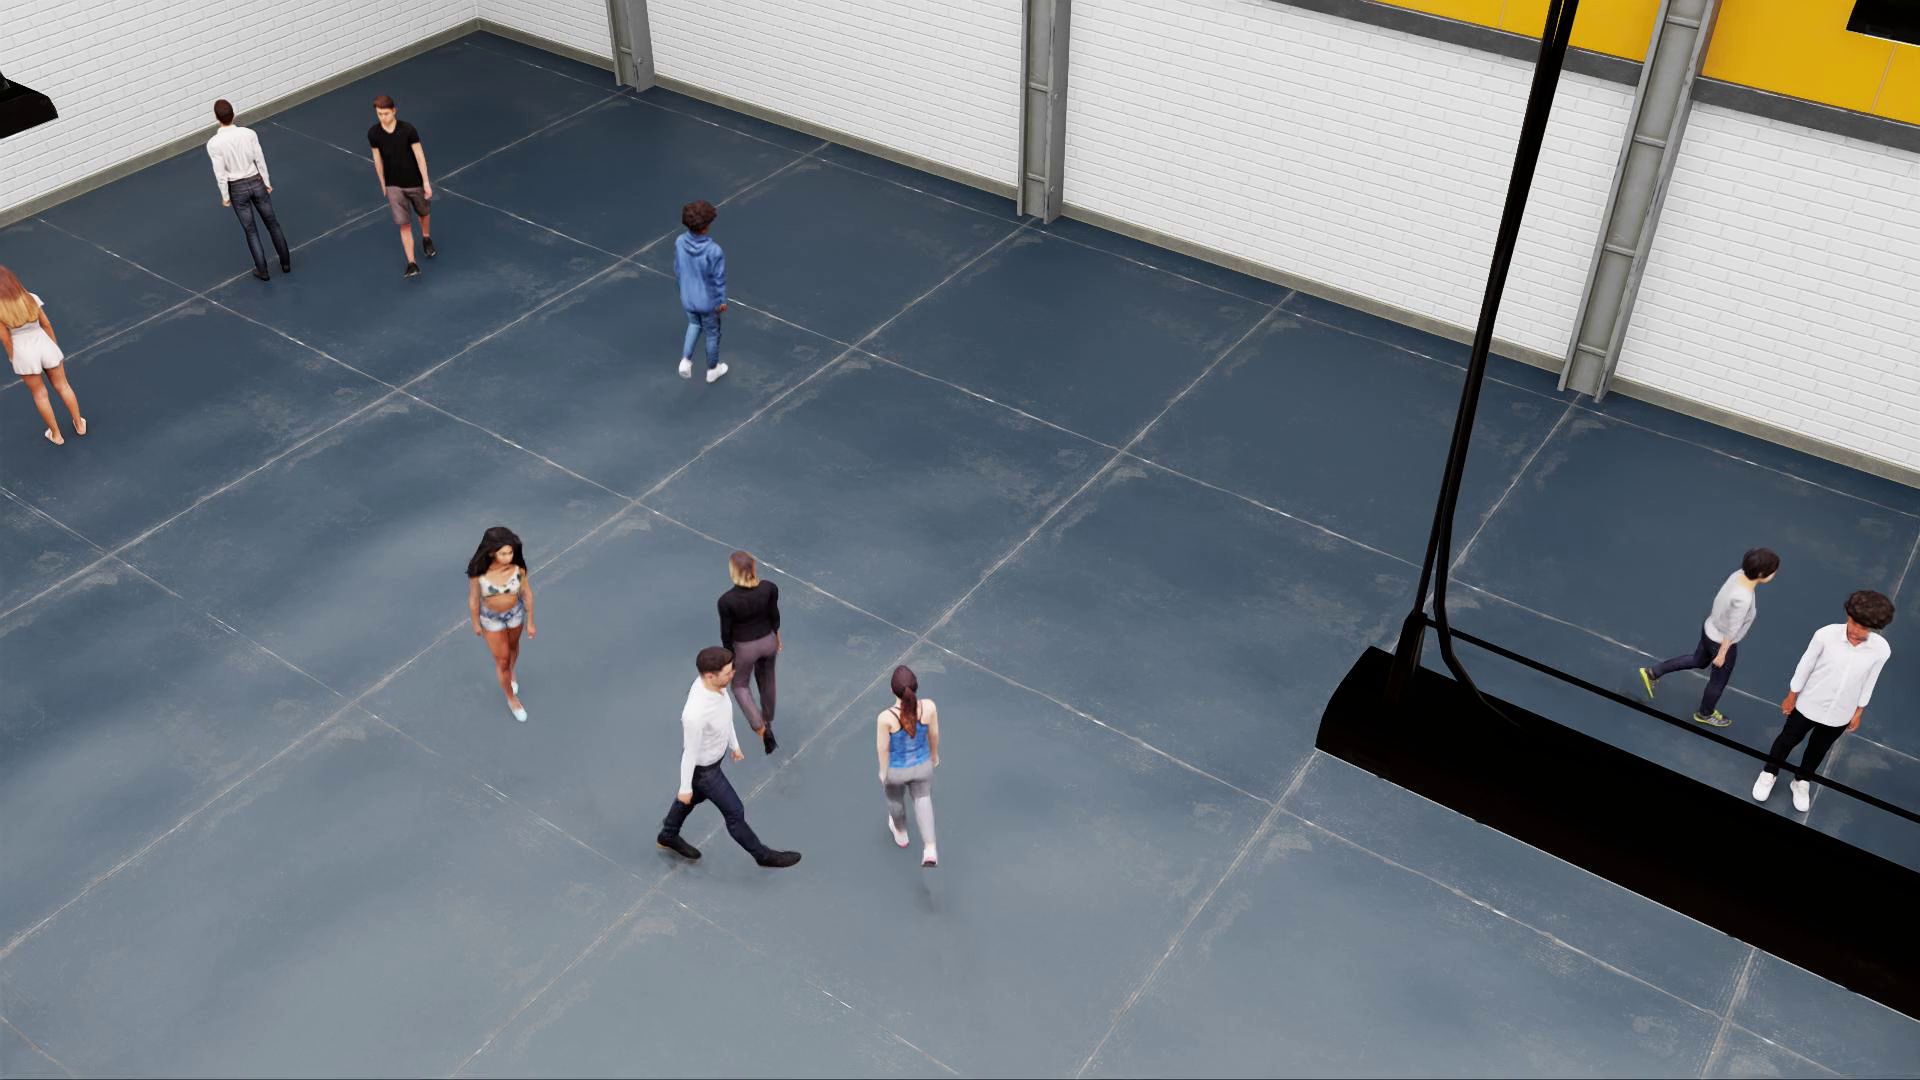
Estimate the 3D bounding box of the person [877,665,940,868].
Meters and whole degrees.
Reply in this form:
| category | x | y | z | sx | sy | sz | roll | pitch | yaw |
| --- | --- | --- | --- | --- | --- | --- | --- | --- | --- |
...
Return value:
| category | x | y | z | sx | sy | sz | roll | pitch | yaw |
| --- | --- | --- | --- | --- | --- | --- | --- | --- | --- |
| person | -0.320 | 1.475 | 10.538 | 0.854 | 1.593 | 0.976 | -13 | 40 | -16 |

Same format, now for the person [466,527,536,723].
| category | x | y | z | sx | sy | sz | roll | pitch | yaw |
| --- | --- | --- | --- | --- | --- | --- | --- | --- | --- |
| person | -3.247 | 0.535 | 11.726 | 0.777 | 1.580 | 0.882 | -11 | 40 | -14 |

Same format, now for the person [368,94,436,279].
| category | x | y | z | sx | sy | sz | roll | pitch | yaw |
| --- | --- | --- | --- | --- | --- | --- | --- | --- | --- |
| person | -5.557 | -3.634 | 16.760 | 1.181 | 1.812 | 1.241 | -6 | 39 | -8 |

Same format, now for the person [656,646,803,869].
| category | x | y | z | sx | sy | sz | roll | pitch | yaw |
| --- | --- | --- | --- | --- | --- | --- | --- | --- | --- |
| person | -1.683 | 1.383 | 10.472 | 1.325 | 1.819 | 1.044 | 7 | 39 | 9 |

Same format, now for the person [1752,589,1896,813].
| category | x | y | z | sx | sy | sz | roll | pitch | yaw |
| --- | --- | --- | --- | --- | --- | --- | --- | --- | --- |
| person | 5.688 | 1.040 | 10.911 | 0.560 | 1.807 | 0.739 | 14 | 41 | 17 |

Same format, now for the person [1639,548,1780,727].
| category | x | y | z | sx | sy | sz | roll | pitch | yaw |
| --- | --- | --- | --- | --- | --- | --- | --- | --- | --- |
| person | 5.228 | 0.658 | 11.612 | 0.976 | 1.530 | 0.752 | 11 | 40 | 13 |

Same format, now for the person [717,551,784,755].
| category | x | y | z | sx | sy | sz | roll | pitch | yaw |
| --- | --- | --- | --- | --- | --- | --- | --- | --- | --- |
| person | -1.364 | 0.815 | 11.311 | 0.791 | 1.659 | 0.902 | -19 | 42 | -22 |

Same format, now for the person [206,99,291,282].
| category | x | y | z | sx | sy | sz | roll | pitch | yaw |
| --- | --- | --- | --- | --- | --- | --- | --- | --- | --- |
| person | -7.073 | -3.475 | 16.514 | 0.707 | 1.871 | 0.638 | -27 | 46 | -30 |

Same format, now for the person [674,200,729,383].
| category | x | y | z | sx | sy | sz | roll | pitch | yaw |
| --- | --- | --- | --- | --- | --- | --- | --- | --- | --- |
| person | -2.364 | -2.164 | 14.934 | 0.754 | 1.793 | 0.804 | 16 | 41 | 19 |

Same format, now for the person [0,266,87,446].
| category | x | y | z | sx | sy | sz | roll | pitch | yaw |
| --- | --- | --- | --- | --- | --- | --- | --- | --- | --- |
| person | -7.960 | -1.598 | 14.302 | 0.620 | 1.697 | 0.627 | -28 | 47 | -31 |
